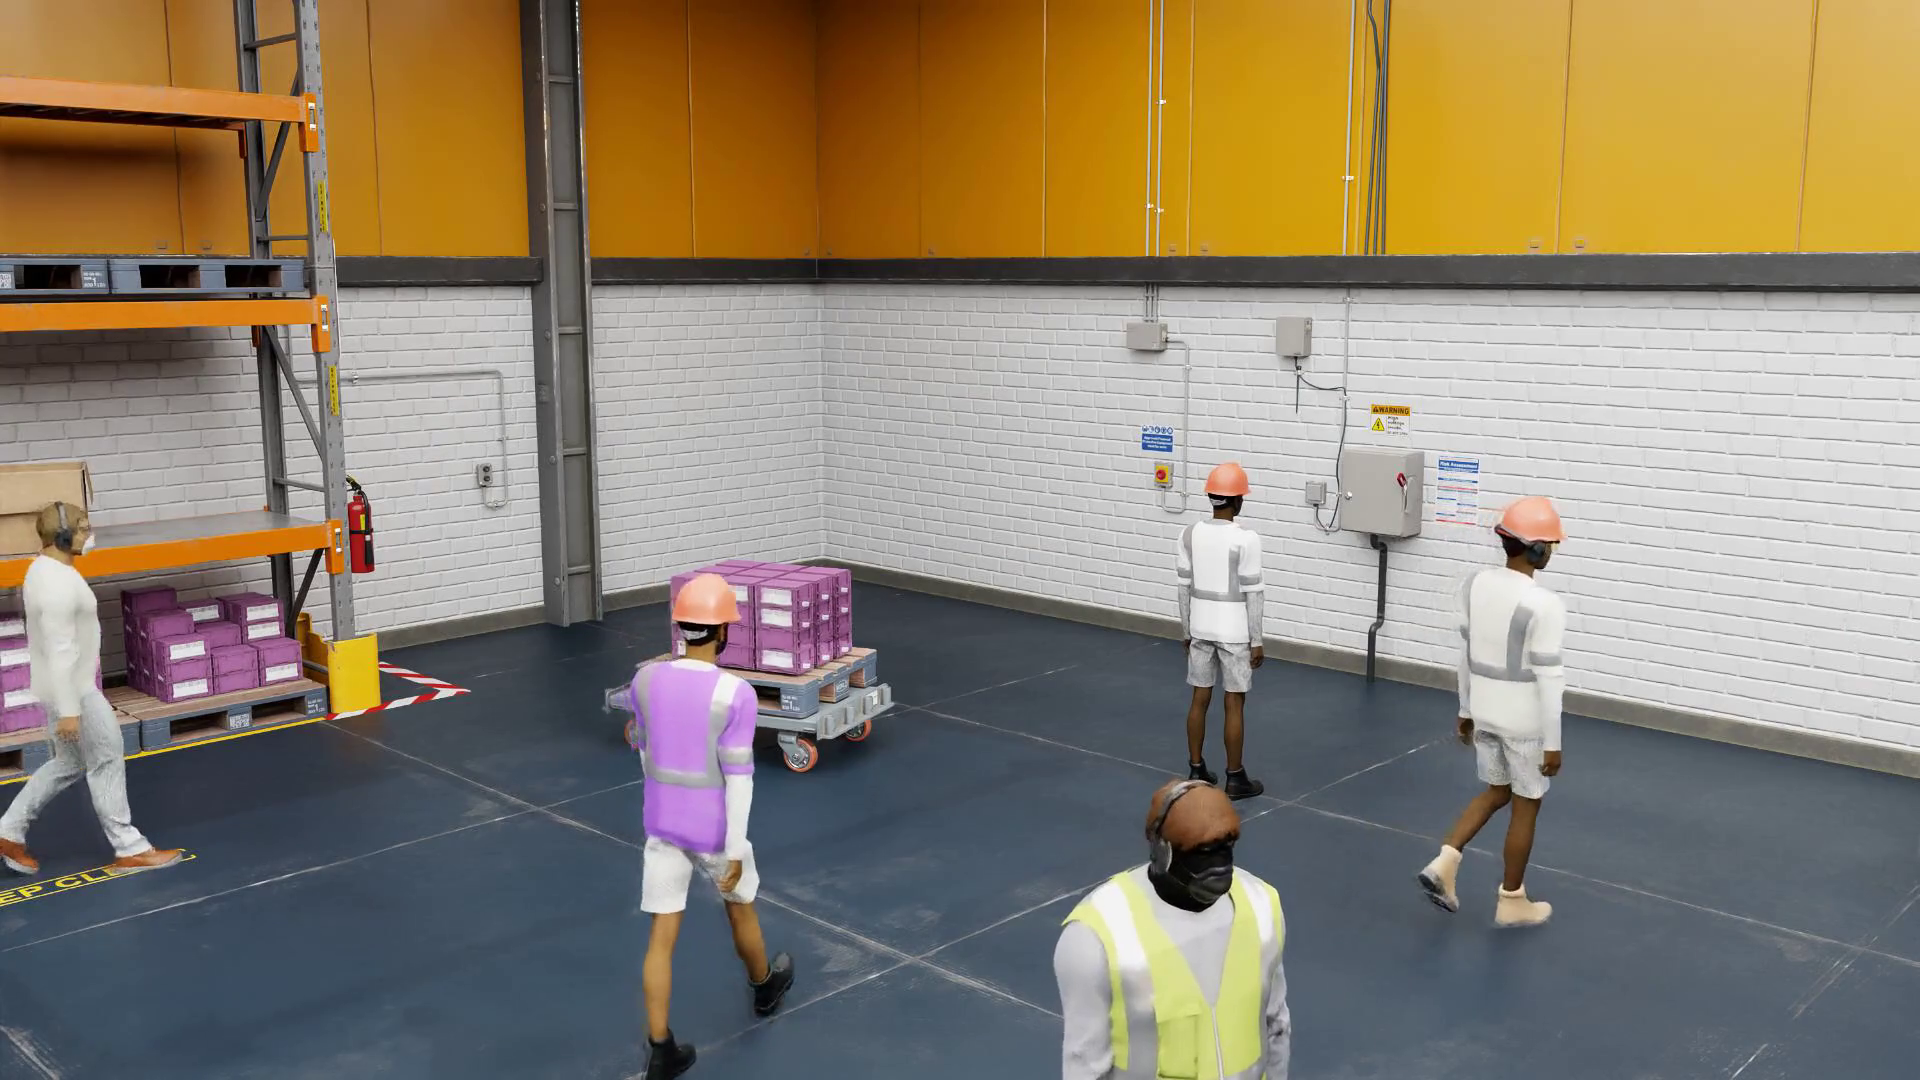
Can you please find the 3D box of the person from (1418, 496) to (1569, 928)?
[{"bbox_3d":[2.462,0.803,7.553,0.584,2.023,0.624,-4,10,-23],"label":"person"}]

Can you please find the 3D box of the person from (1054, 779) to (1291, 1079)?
[{"bbox_3d":[0.536,1.467,4.092,0.626,1.836,0.431,-4,10,-21],"label":"person"}]

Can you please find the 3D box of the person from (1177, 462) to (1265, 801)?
[{"bbox_3d":[1.510,0.520,9.549,0.542,1.939,0.362,8,12,39],"label":"person"}]

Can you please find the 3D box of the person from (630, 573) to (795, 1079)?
[{"bbox_3d":[-0.967,1.059,6.426,0.553,1.879,1.002,3,10,18],"label":"person"}]

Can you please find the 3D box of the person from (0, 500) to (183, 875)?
[{"bbox_3d":[-4.421,0.750,8.224,0.858,1.915,0.644,-6,11,-31],"label":"person"}]
